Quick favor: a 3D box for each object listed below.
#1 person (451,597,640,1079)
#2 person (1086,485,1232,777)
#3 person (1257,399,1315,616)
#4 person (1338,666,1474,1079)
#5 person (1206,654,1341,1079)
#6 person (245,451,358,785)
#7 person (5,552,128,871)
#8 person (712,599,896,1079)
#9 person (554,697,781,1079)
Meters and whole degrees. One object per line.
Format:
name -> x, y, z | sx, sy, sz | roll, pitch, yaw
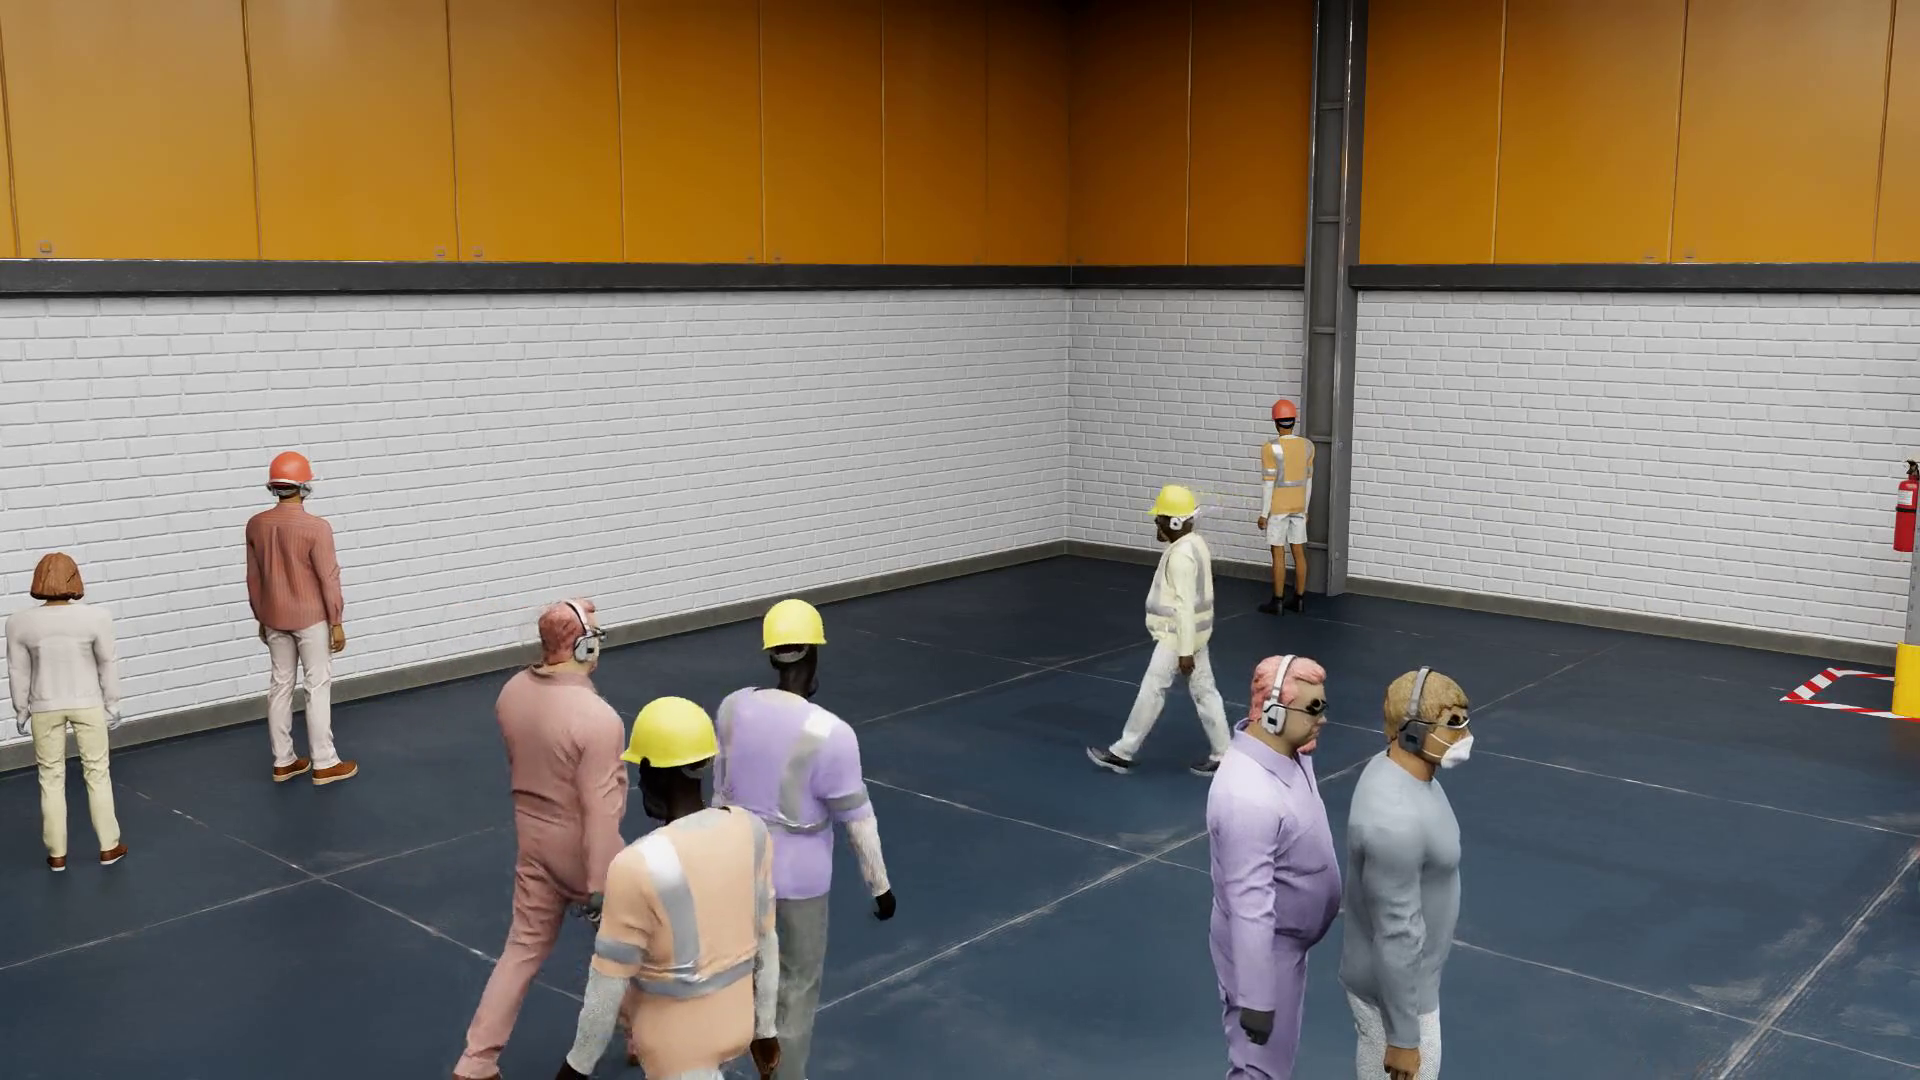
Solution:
person -> -1.470, 1.138, 6.135 | 0.648, 1.874, 0.957 | 7, 11, 37
person -> 1.268, 0.555, 10.032 | 0.922, 1.779, 0.620 | 3, 9, 17
person -> 2.892, -0.290, 14.873 | 0.546, 1.934, 0.376 | -4, 10, -25
person -> 1.277, 1.311, 4.809 | 0.356, 1.937, 0.638 | 2, 9, 15
person -> 0.970, 1.277, 5.159 | 0.401, 1.896, 0.659 | 3, 9, 17
person -> -3.939, 0.467, 9.920 | 0.622, 1.997, 0.371 | 3, 9, 17
person -> -4.562, 0.875, 8.498 | 0.501, 1.633, 0.282 | -3, 10, -20
person -> -0.562, 1.156, 5.844 | 0.602, 1.906, 0.504 | 8, 12, 41
person -> -0.805, 1.363, 4.692 | 1.021, 1.869, 0.593 | 5, 10, 27
